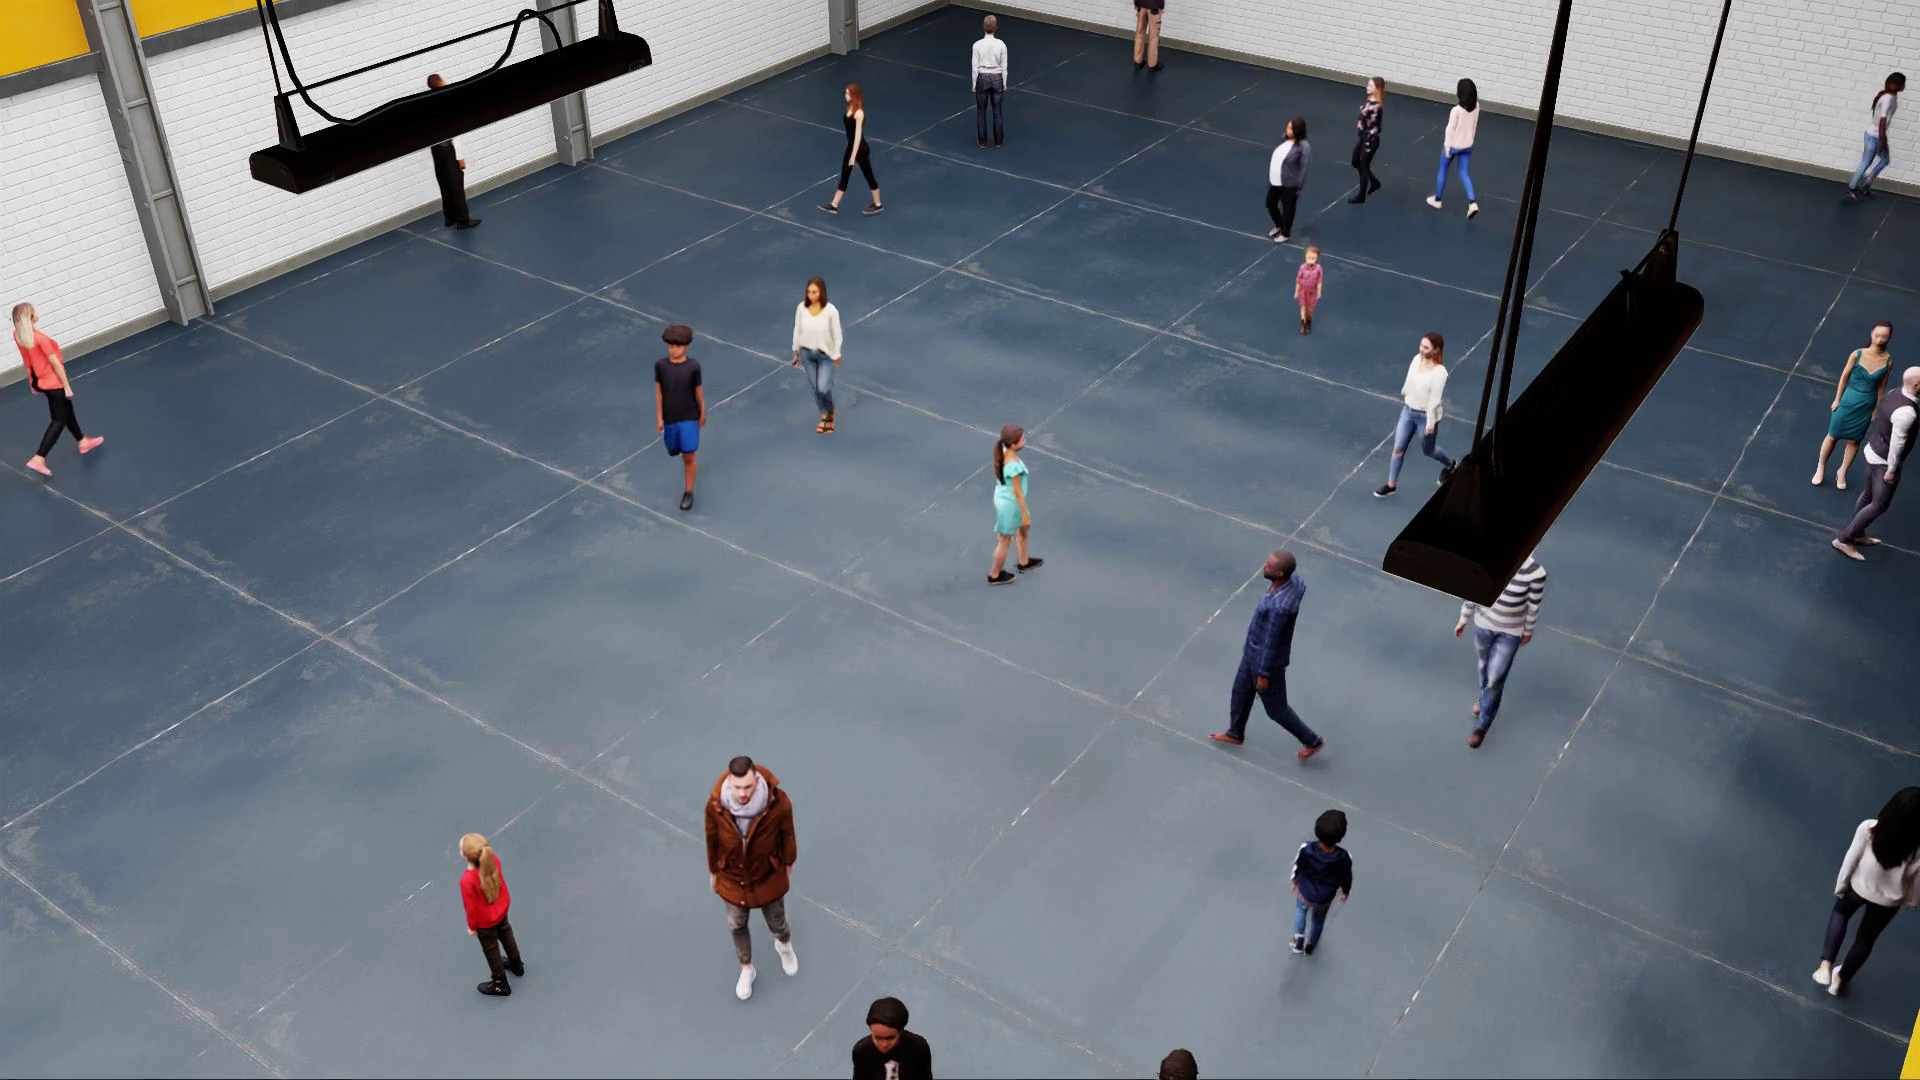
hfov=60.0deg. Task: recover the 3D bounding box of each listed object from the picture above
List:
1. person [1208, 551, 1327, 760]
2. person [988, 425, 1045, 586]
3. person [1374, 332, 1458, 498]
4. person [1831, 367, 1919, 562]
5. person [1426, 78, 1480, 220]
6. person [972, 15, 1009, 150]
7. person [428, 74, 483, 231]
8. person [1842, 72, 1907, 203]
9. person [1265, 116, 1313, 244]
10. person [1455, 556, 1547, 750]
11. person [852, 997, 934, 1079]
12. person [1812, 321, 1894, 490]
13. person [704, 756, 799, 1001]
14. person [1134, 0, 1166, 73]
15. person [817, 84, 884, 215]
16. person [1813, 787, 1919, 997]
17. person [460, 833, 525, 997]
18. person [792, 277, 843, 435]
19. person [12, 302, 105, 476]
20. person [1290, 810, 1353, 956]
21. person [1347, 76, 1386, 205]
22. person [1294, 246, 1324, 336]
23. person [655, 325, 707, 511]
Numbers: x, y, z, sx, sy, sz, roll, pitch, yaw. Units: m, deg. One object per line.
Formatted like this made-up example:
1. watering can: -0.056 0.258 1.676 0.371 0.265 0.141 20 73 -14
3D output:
1. person: 2.344 0.886 12.166 0.965 1.787 1.134 9 35 13
2. person: 0.352 -0.283 14.145 0.881 1.542 0.796 -10 35 -14
3. person: 4.317 -1.149 15.337 1.173 1.665 0.962 -15 37 -22
4. person: 8.054 -0.693 14.506 0.891 1.825 0.803 5 34 8
5. person: 6.331 -4.893 20.901 1.153 1.741 1.123 -11 35 -16
6. person: 0.409 -6.341 23.009 0.738 1.820 0.768 -1 34 -2
7. person: -6.368 -4.816 20.627 0.677 1.917 0.554 21 39 28
8. person: 11.670 -5.179 21.360 0.648 1.709 0.561 21 39 28
9. person: 4.050 -4.416 20.321 0.787 1.590 0.784 -19 38 -27
10. person: 4.105 0.606 12.554 0.730 1.822 0.979 28 43 35
11. person: -0.348 3.037 9.045 0.893 1.660 0.988 -1 34 -2
12. person: 8.335 -1.249 15.468 0.588 1.686 0.563 12 35 17
13. person: -1.300 2.037 10.390 0.862 1.835 0.908 1 34 1
14. person: 2.932 -8.270 25.816 0.682 1.924 0.573 21 39 28
15. person: -1.197 -4.895 20.949 1.165 1.693 0.950 -14 36 -20
16. person: 5.621 2.221 10.246 0.604 1.689 0.630 21 39 28
17. person: -2.964 2.335 10.443 0.604 1.281 0.490 11 35 17
18. person: -1.358 -1.847 16.382 0.668 1.671 0.650 13 36 19
19. person: -8.685 -1.414 15.733 0.715 1.668 1.139 16 37 22
20. person: 2.281 2.237 10.649 0.587 1.216 0.586 11 35 16
21. person: 5.300 -5.112 21.295 0.825 1.670 0.771 -1 34 -1
22. person: 3.865 -2.788 18.391 0.490 1.014 0.514 8 34 11
23. person: -2.558 -1.195 15.302 0.898 1.781 1.112 3 34 5
